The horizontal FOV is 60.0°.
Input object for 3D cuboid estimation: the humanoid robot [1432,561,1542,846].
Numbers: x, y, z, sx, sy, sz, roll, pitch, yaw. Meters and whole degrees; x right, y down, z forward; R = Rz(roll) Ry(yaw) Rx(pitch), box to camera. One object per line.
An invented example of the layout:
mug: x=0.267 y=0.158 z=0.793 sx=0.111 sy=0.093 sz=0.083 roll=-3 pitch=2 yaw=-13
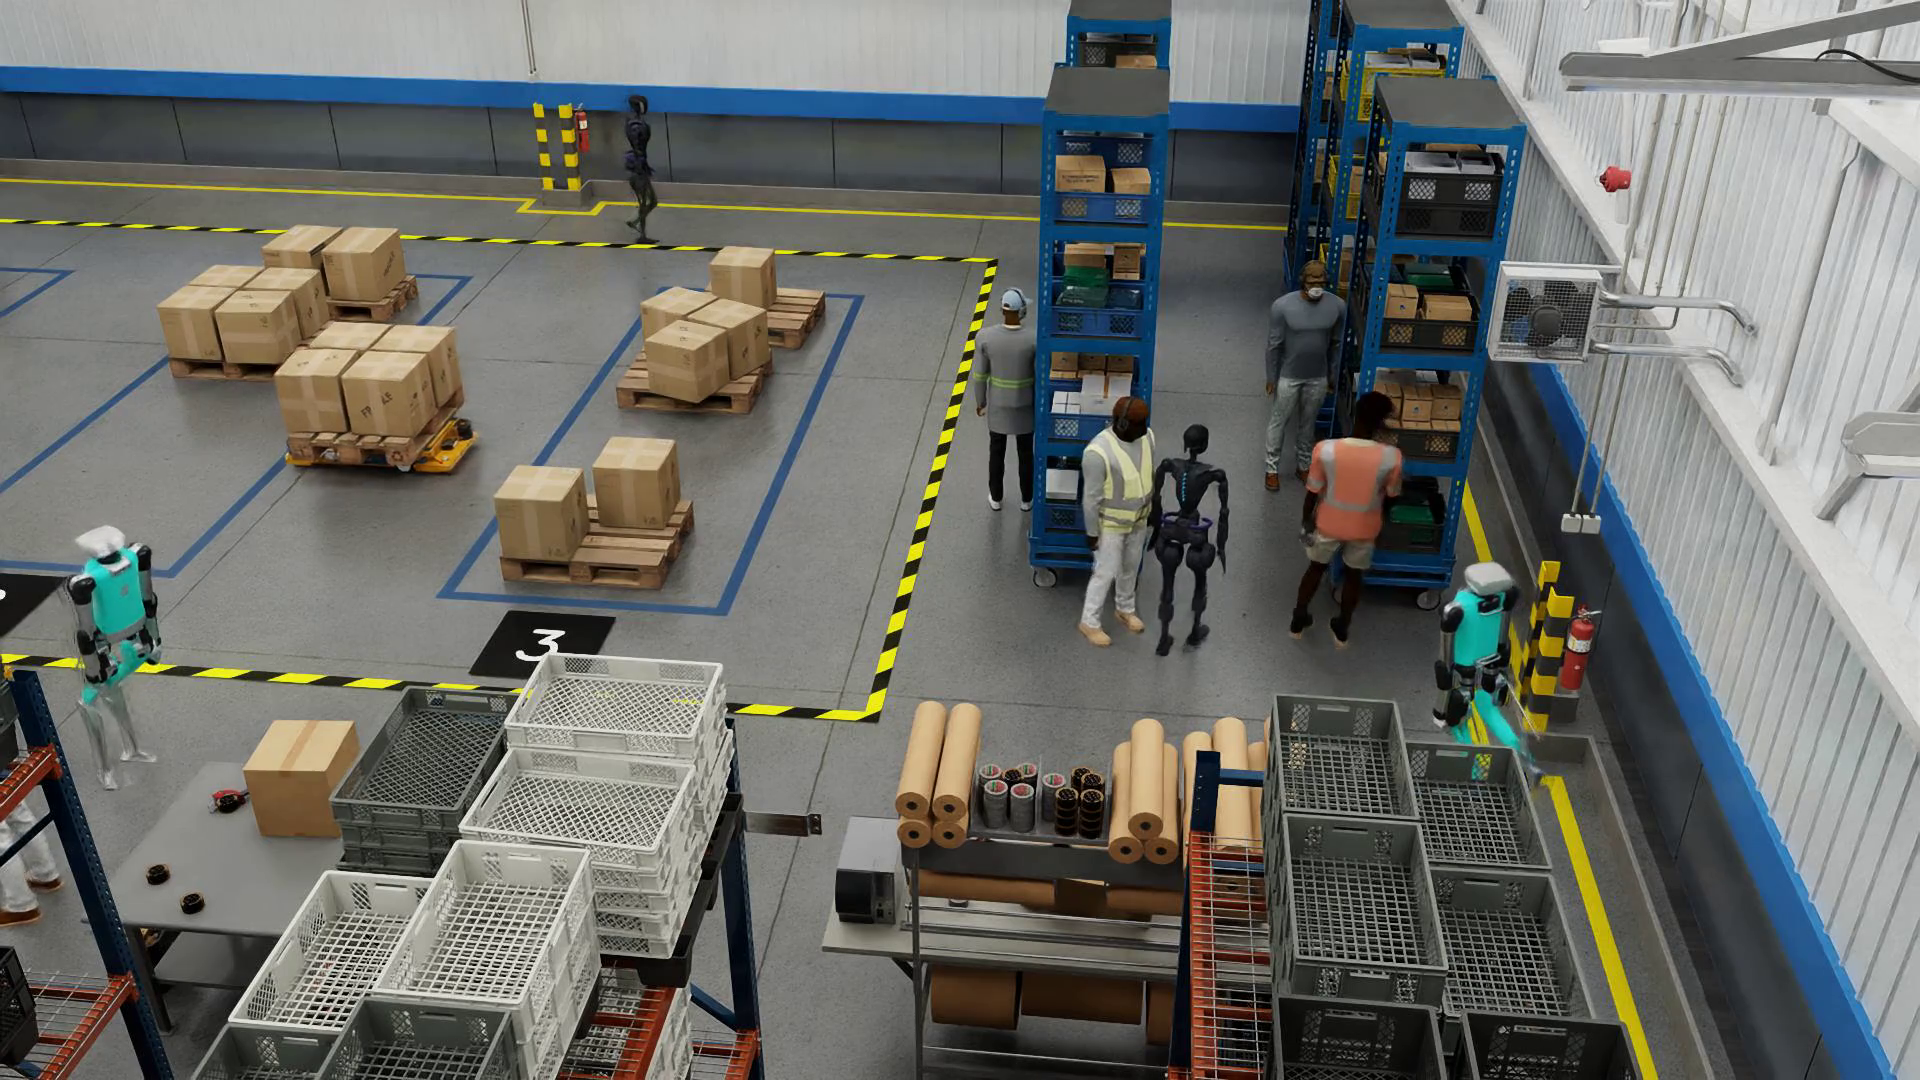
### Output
humanoid robot: x=3.083 y=1.044 z=9.483 sx=0.539 sy=1.783 sz=1.020 roll=-16 pitch=34 yaw=-25

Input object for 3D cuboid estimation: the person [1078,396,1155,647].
person: x=1.097 y=-0.147 z=11.380 sx=0.636 sy=1.836 sz=0.429 roll=-24 pitch=38 yaw=-35

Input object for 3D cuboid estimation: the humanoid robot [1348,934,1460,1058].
humanoid robot: x=2.032 y=2.137 z=7.651 sx=0.601 sy=1.620 sz=0.801 roll=21 pitch=36 yaw=31

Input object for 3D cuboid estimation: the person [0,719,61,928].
person: x=-5.267 y=1.248 z=8.936 sx=0.359 sy=1.878 sz=0.580 roll=0 pitch=30 yaw=0

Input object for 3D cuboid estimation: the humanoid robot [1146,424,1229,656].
humanoid robot: x=1.533 y=-0.003 z=11.289 sx=0.590 sy=1.642 sz=0.460 roll=14 pitch=33 yaw=23

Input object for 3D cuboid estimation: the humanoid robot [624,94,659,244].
humanoid robot: x=-3.546 y=-4.065 z=18.246 sx=0.388 sy=1.645 sz=0.616 roll=-1 pitch=30 yaw=-2

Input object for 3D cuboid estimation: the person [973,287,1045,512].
person: x=0.403 y=-1.090 z=12.976 sx=0.589 sy=1.848 sz=0.403 roll=4 pitch=30 yaw=7

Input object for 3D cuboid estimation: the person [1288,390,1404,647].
person: x=2.638 y=-0.141 z=11.256 sx=0.640 sy=1.932 sz=0.505 roll=8 pitch=31 yaw=13

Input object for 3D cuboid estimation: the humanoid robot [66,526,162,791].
humanoid robot: x=-5.188 y=0.672 z=10.060 sx=0.786 sy=1.756 sz=0.564 roll=13 pitch=33 yaw=21

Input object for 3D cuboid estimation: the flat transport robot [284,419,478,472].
flat transport robot: x=-4.902 y=-0.841 z=14.090 sx=1.431 sy=0.197 sz=0.652 roll=3 pitch=30 yaw=6

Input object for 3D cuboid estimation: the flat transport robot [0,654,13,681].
flat transport robot: x=-7.142 y=0.969 z=11.010 sx=1.431 sy=0.231 sz=0.659 roll=3 pitch=30 yaw=6

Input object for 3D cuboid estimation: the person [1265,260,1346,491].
person: x=2.730 y=-1.310 z=13.266 sx=0.628 sy=1.939 sz=0.373 roll=-4 pitch=30 yaw=-7
